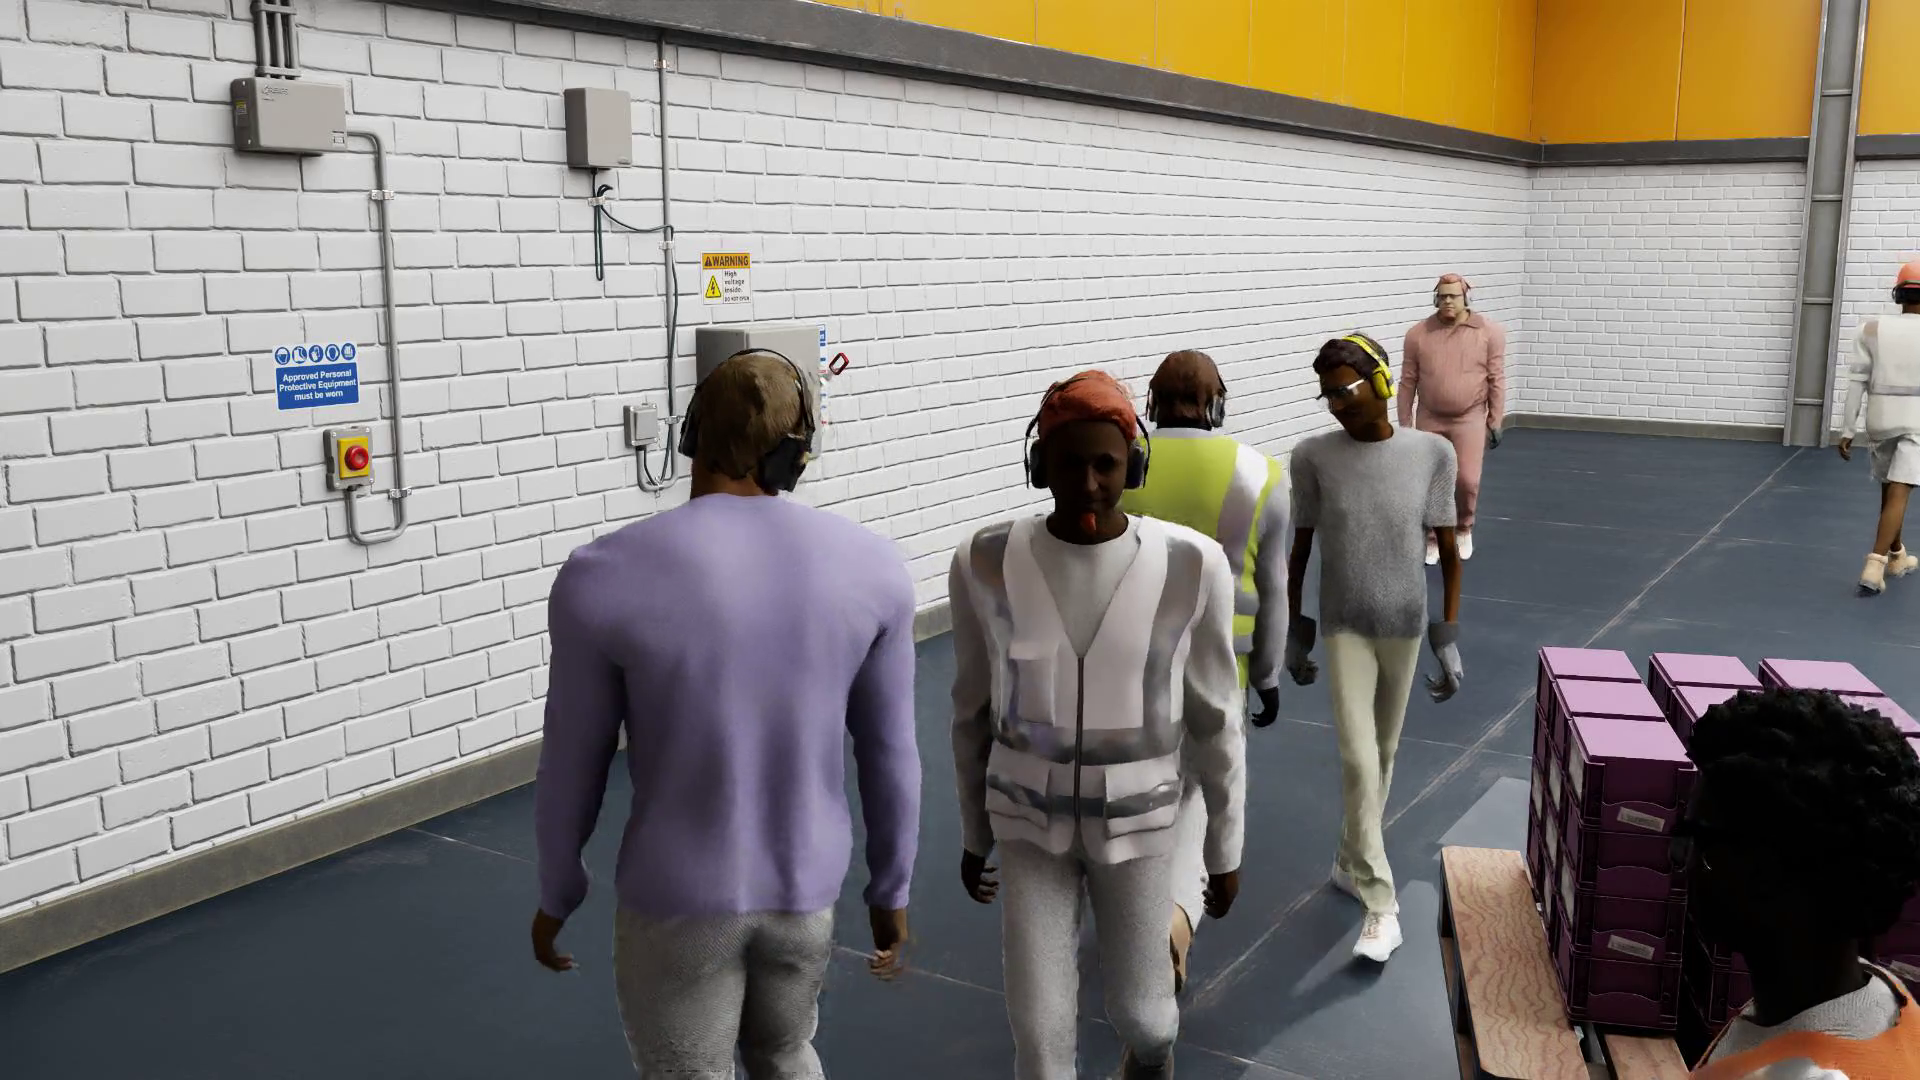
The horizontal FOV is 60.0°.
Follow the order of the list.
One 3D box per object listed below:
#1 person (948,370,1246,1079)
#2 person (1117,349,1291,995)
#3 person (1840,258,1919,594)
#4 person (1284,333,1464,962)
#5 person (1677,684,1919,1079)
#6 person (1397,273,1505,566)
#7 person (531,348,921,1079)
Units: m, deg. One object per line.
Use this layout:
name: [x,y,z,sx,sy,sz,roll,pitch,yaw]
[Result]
person: [0.285,0.565,3.447,0.608,1.861,0.767,2,10,10]
person: [0.577,0.377,4.647,0.641,1.802,0.634,3,11,18]
person: [5.684,-0.688,10.027,1.064,1.997,0.631,-10,14,-44]
person: [1.244,0.313,4.954,0.489,1.825,0.816,0,10,0]
person: [0.774,0.971,1.684,0.377,1.681,0.547,7,13,36]
person: [3.143,-0.764,10.712,0.676,1.890,0.429,5,11,24]
person: [-0.408,0.625,2.948,0.653,1.913,0.441,-5,11,-26]
